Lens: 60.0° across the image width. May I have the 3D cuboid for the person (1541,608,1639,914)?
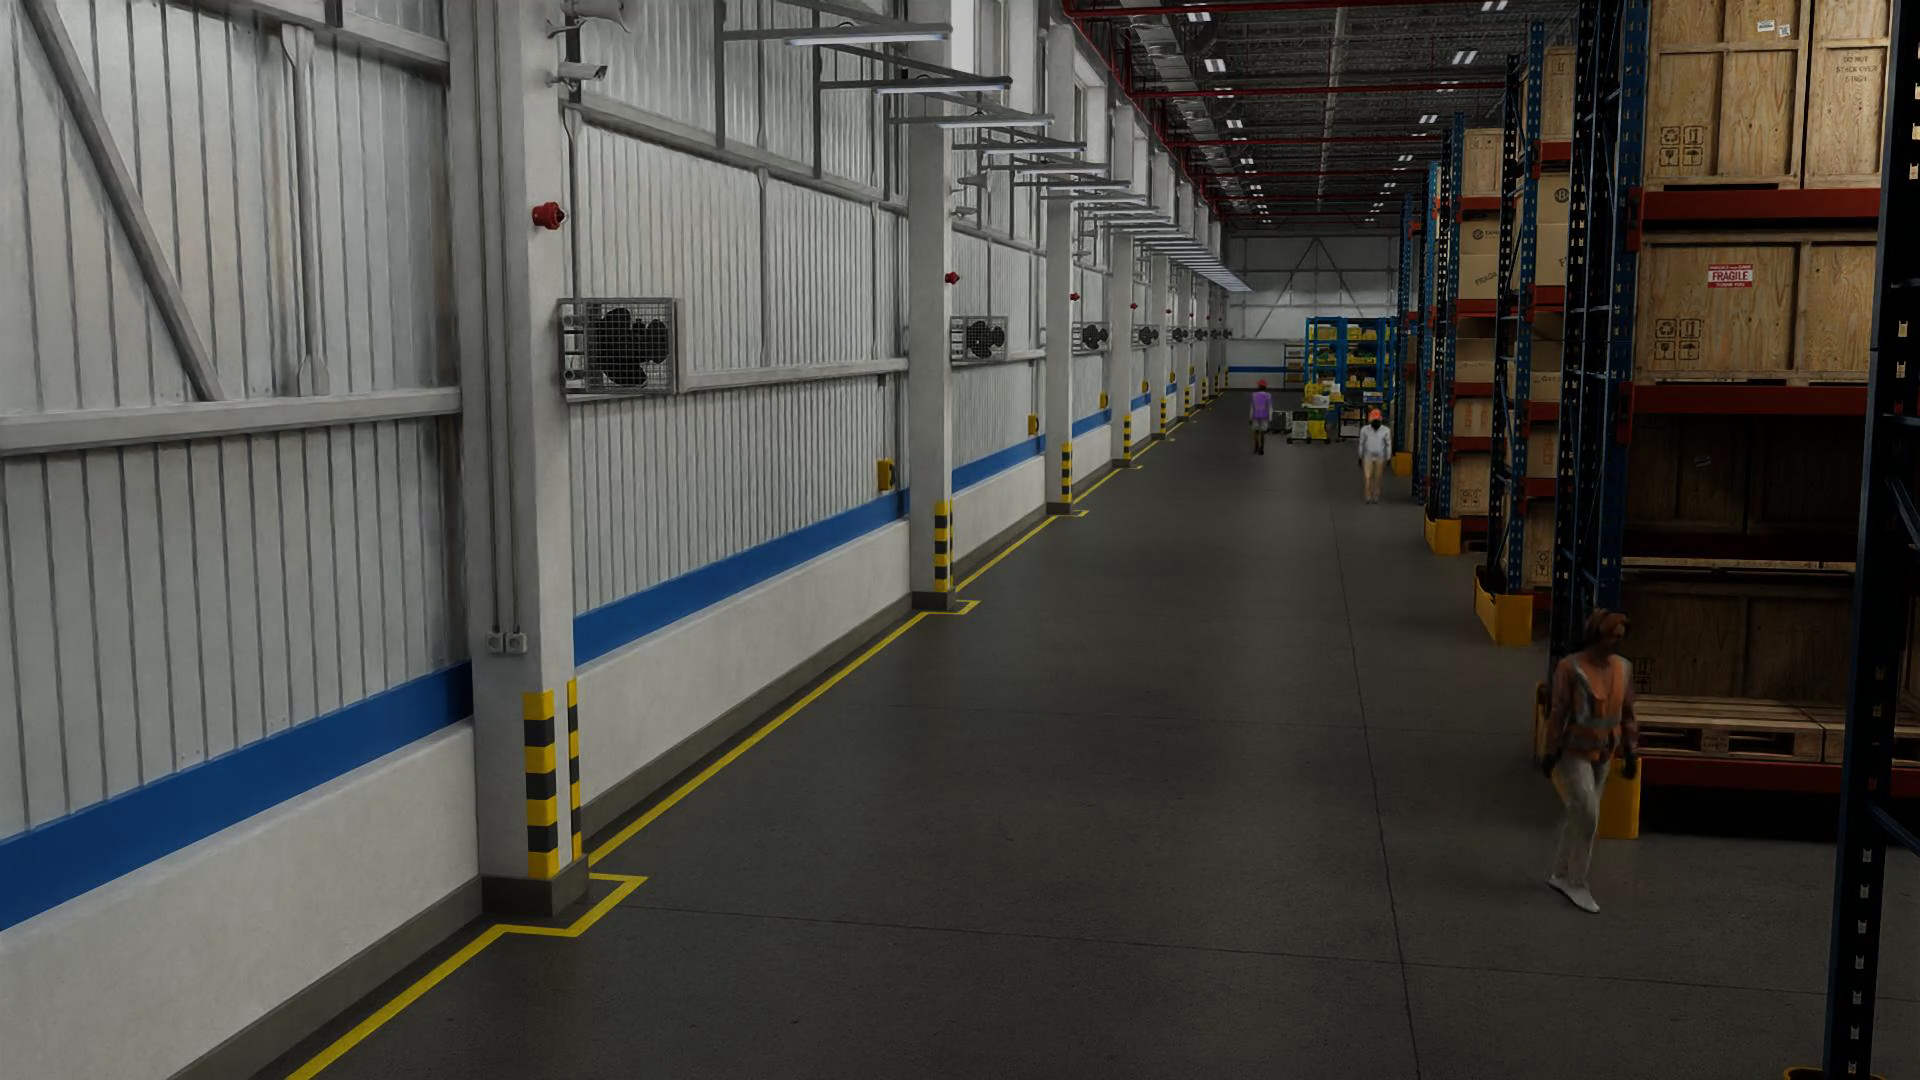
[{"bbox_3d":[3.432,1.177,8.943,0.531,1.611,0.620,-3,8,-24],"label":"person"}]

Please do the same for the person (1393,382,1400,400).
[{"bbox_3d":[12.385,-3.599,46.766,0.345,1.735,0.485,-5,9,-36],"label":"person"}]

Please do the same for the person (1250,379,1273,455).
[{"bbox_3d":[7.663,-3.117,42.193,0.568,1.908,0.752,2,7,18],"label":"person"}]

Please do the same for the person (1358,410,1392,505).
[{"bbox_3d":[7.430,-1.470,29.782,0.590,1.704,0.866,2,7,13],"label":"person"}]
